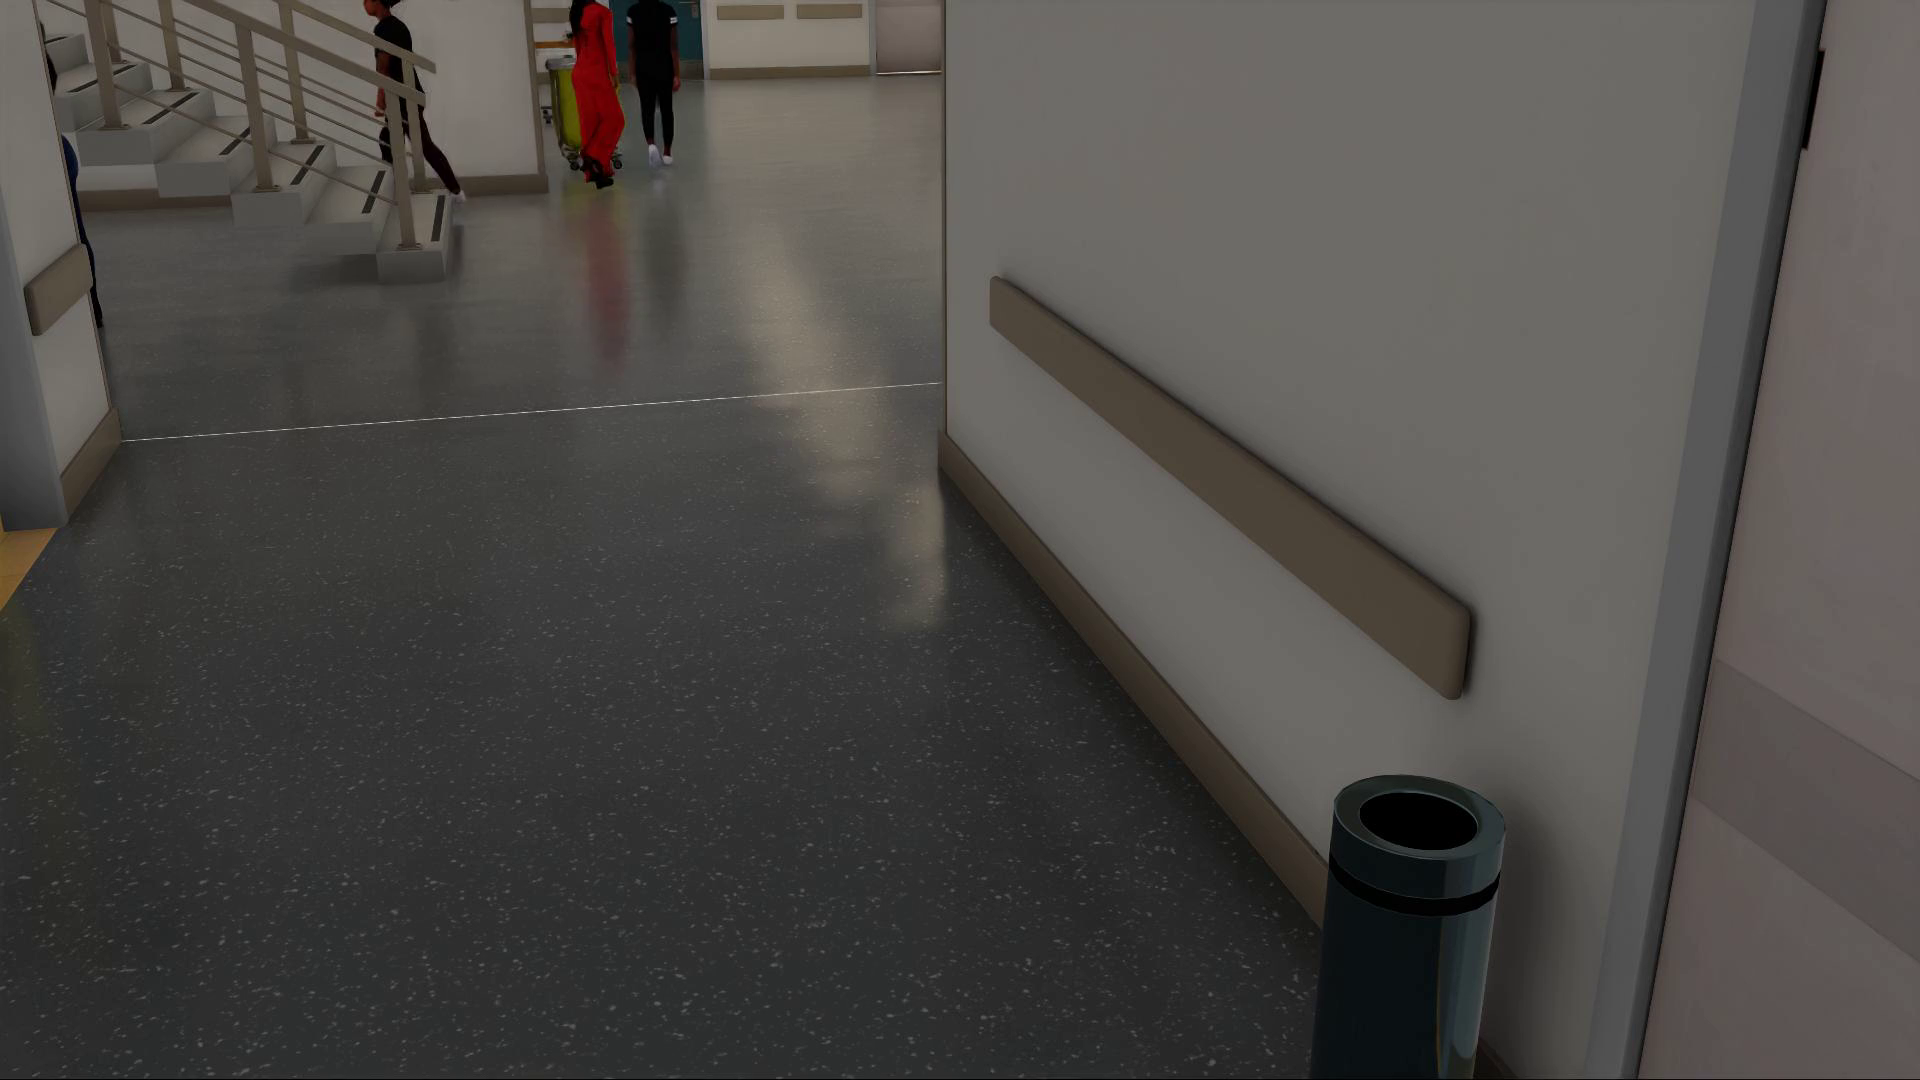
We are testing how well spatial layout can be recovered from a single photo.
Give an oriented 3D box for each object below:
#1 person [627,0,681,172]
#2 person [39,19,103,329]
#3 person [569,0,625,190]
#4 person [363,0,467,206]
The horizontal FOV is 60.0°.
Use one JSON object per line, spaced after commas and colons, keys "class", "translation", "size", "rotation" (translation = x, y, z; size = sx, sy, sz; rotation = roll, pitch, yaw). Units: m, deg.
{"class": "person", "translation": [-2.738, -4.156, 14.863], "size": [1.108, 1.699, 0.775], "rotation": [-3, 21, -7]}
{"class": "person", "translation": [-5.038, -2.049, 9.242], "size": [0.522, 1.739, 0.560], "rotation": [-6, 21, -15]}
{"class": "person", "translation": [-3.103, -3.794, 13.805], "size": [0.832, 1.771, 0.889], "rotation": [13, 24, 30]}
{"class": "person", "translation": [-4.218, -3.408, 12.831], "size": [1.063, 1.738, 0.646], "rotation": [-3, 21, -8]}
